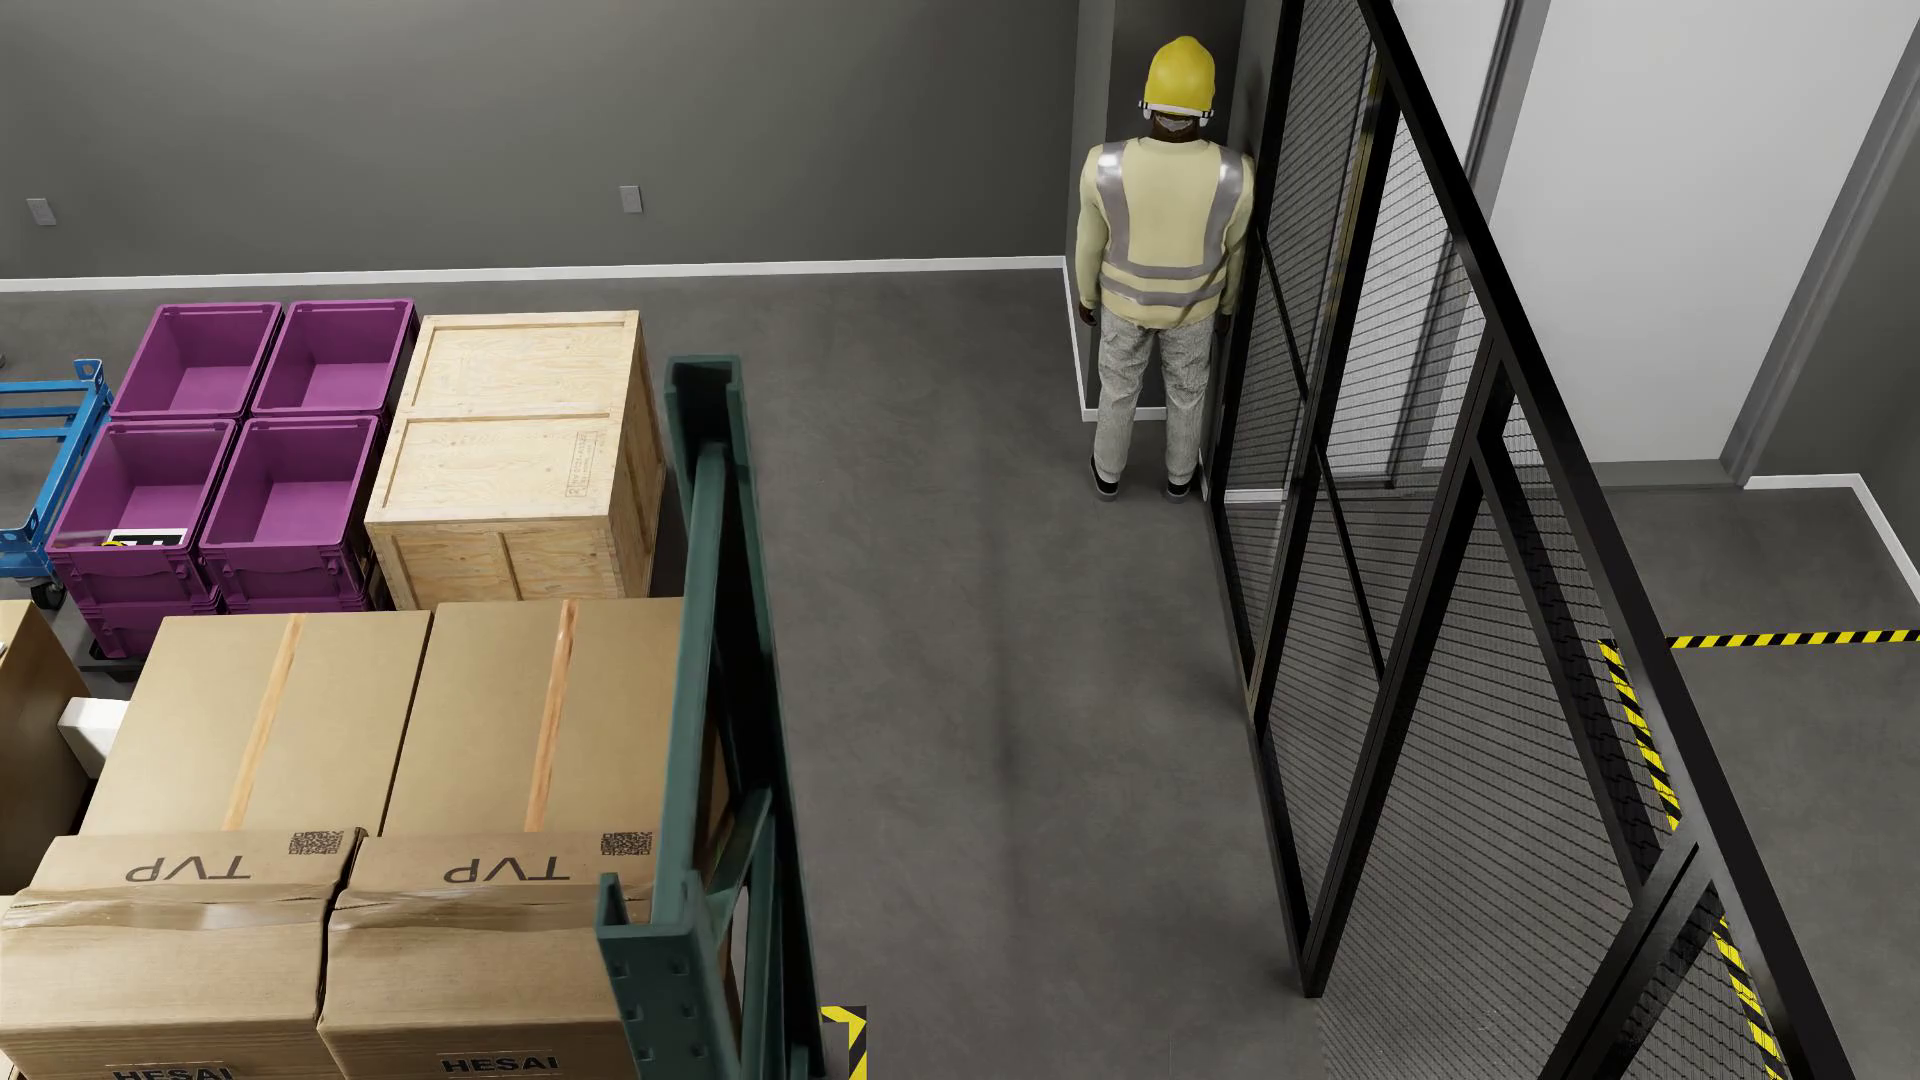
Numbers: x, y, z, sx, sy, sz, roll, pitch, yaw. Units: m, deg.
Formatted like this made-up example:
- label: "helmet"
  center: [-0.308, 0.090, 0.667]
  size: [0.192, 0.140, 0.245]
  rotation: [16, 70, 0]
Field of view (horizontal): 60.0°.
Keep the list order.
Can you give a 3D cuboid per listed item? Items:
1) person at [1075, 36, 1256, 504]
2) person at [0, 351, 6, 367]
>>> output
- label: "person"
  center: [0.679, -0.854, 5.644]
  size: [0.587, 1.833, 0.404]
  rotation: [4, 46, 4]
- label: "person"
  center: [-4.038, -1.267, 5.966]
  size: [0.372, 1.940, 0.632]
  rotation: [-4, 46, -3]
